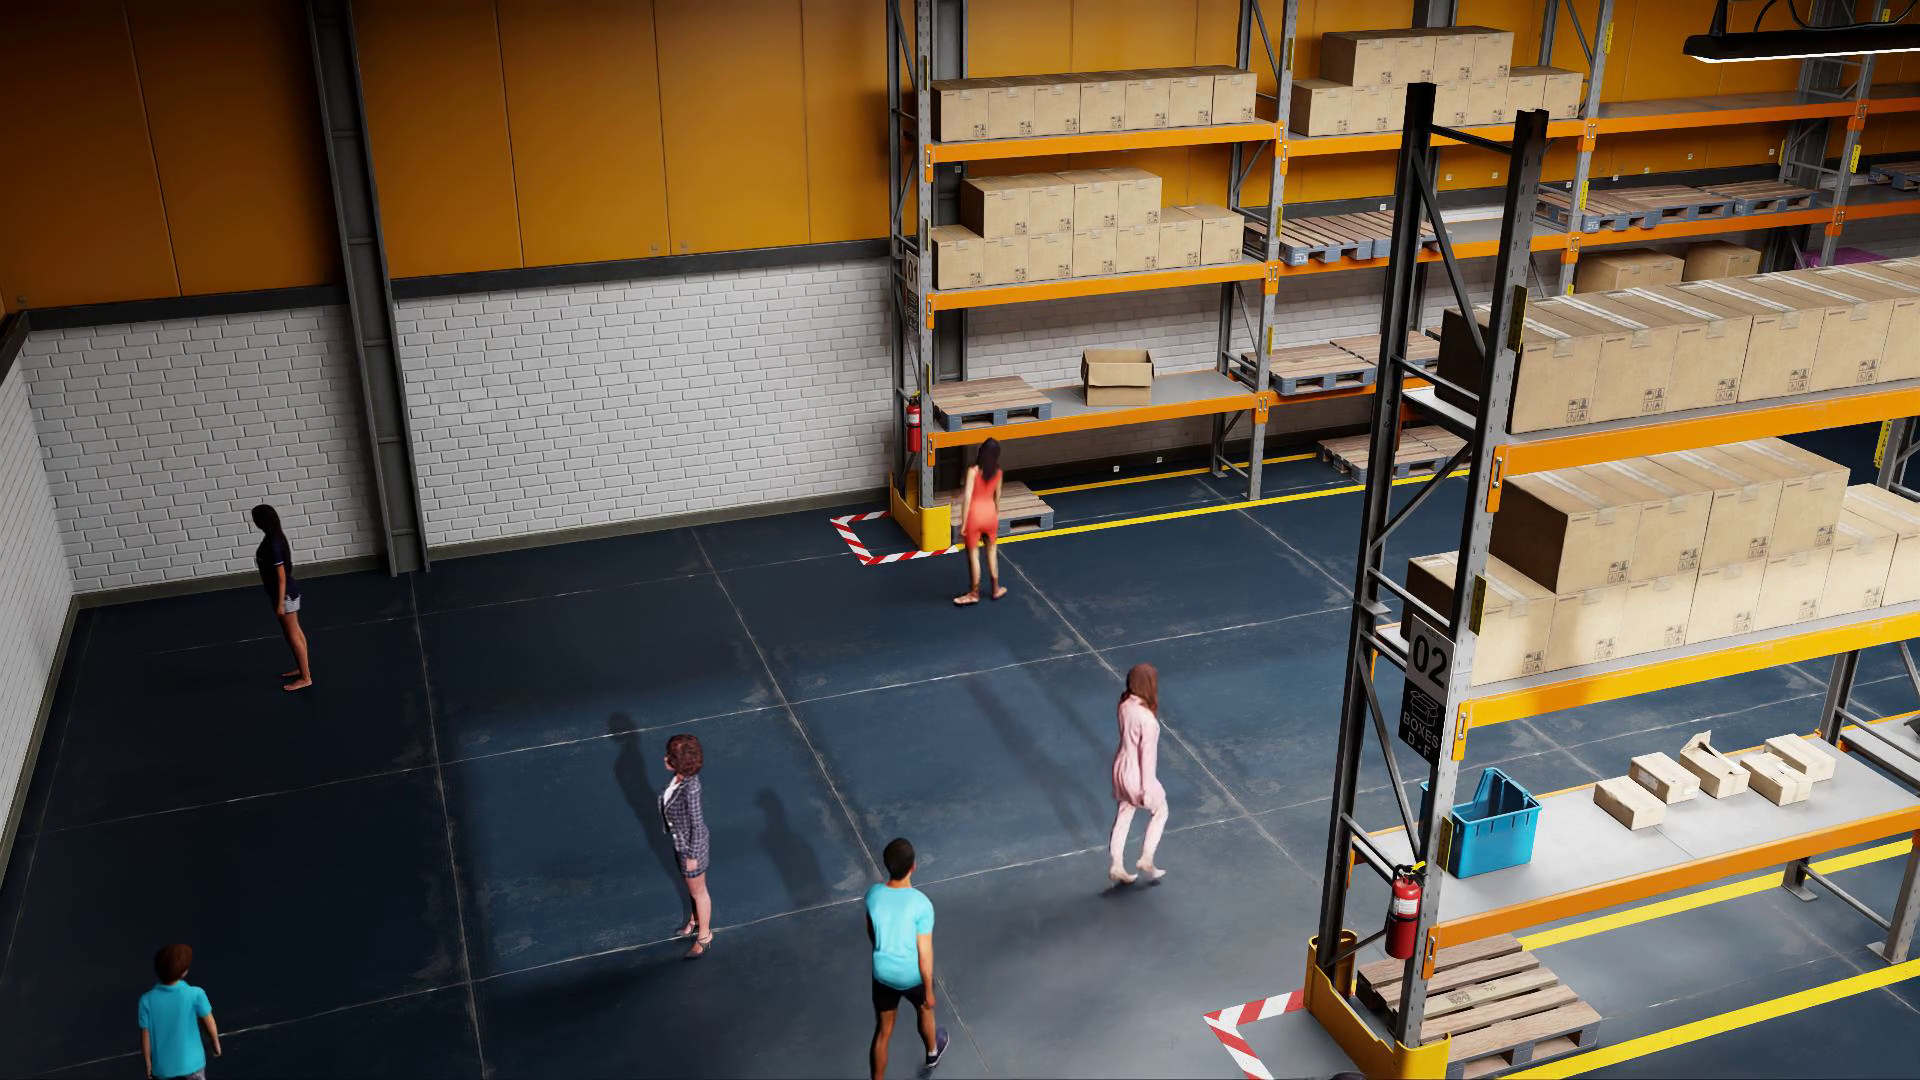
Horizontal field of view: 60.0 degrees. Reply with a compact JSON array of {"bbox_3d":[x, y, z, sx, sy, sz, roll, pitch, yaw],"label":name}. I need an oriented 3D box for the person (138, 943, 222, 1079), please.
[{"bbox_3d":[-4.506,3.007,9.538,0.543,1.419,0.625,-11,26,-23],"label":"person"}]

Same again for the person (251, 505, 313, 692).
[{"bbox_3d":[-6.035,0.494,14.855,0.523,1.766,0.568,-7,25,-17],"label":"person"}]

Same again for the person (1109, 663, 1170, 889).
[{"bbox_3d":[1.187,1.739,11.983,0.726,1.784,0.690,-12,26,-26],"label":"person"}]

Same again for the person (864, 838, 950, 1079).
[{"bbox_3d":[-0.397,2.660,9.927,1.055,1.744,1.107,10,26,22],"label":"person"}]

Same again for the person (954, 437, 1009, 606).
[{"bbox_3d":[0.175,-0.161,16.431,0.855,1.703,0.586,19,30,37],"label":"person"}]

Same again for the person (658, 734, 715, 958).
[{"bbox_3d":[-1.841,2.067,11.337,0.533,1.701,0.604,-7,25,-17],"label":"person"}]
